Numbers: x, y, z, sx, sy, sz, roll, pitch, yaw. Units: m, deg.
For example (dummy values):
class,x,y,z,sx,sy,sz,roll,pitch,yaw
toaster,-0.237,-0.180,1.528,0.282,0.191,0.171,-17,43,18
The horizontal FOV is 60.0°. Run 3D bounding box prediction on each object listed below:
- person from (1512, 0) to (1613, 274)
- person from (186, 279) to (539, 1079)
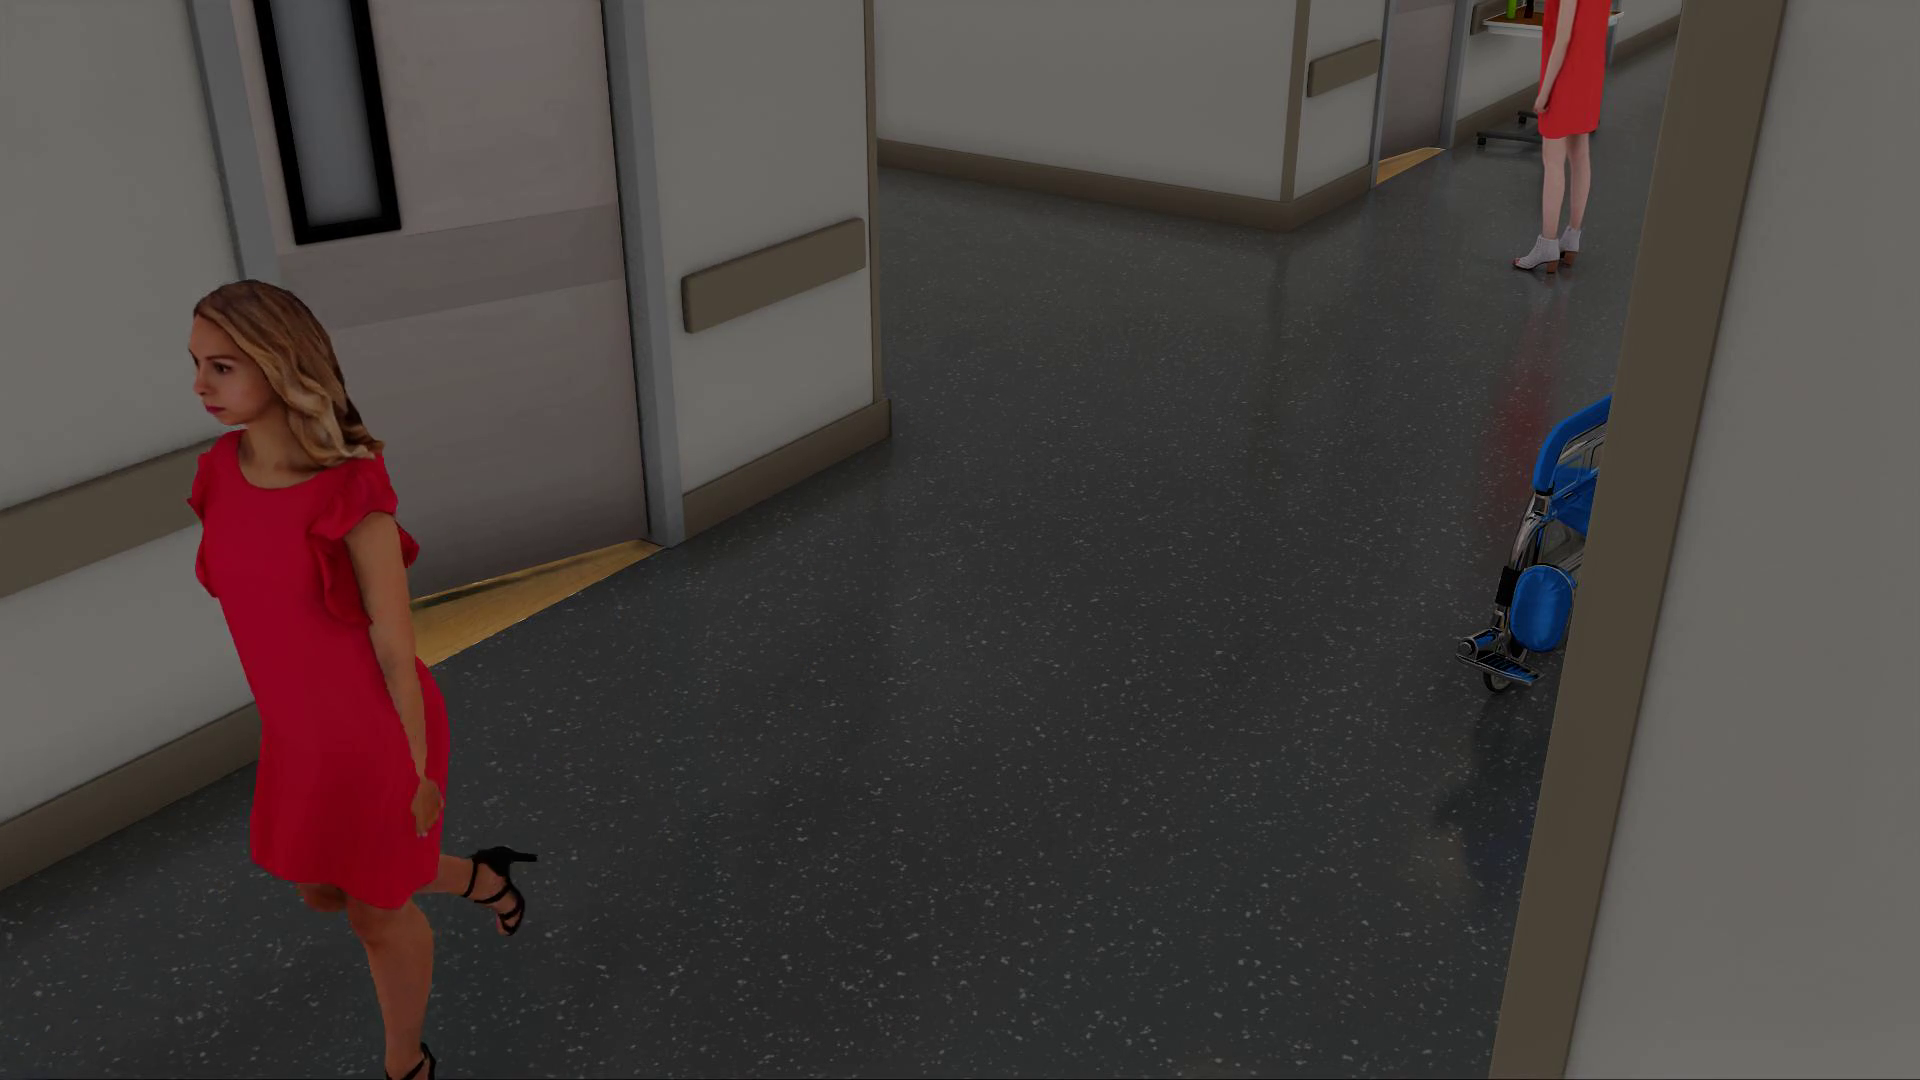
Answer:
class,x,y,z,sx,sy,sz,roll,pitch,yaw
person,3.036,-2.253,8.255,0.556,1.826,0.717,-19,32,-34
person,-1.045,0.324,3.042,0.656,1.712,0.893,12,28,23
